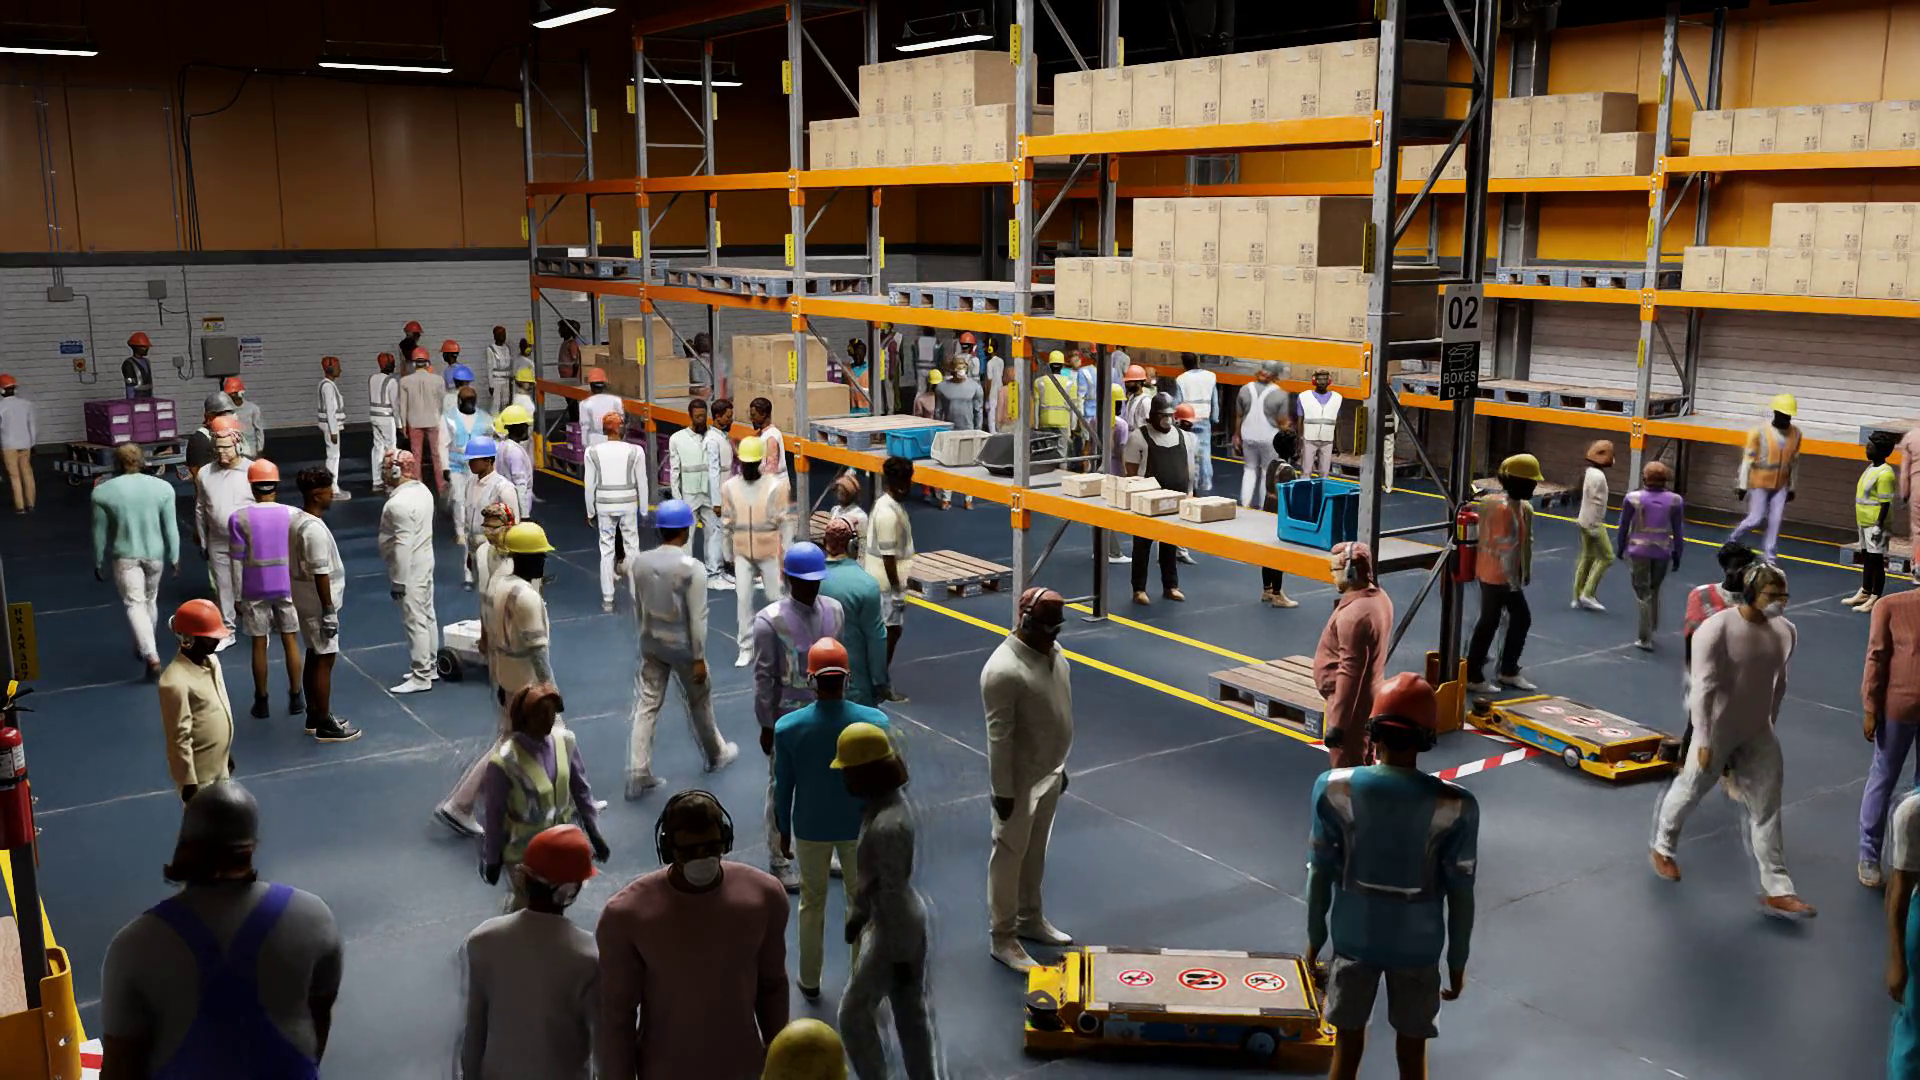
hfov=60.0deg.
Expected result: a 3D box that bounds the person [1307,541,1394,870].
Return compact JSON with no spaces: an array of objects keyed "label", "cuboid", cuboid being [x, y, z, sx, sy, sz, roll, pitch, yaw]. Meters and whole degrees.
[{"label":"person","cuboid":[2.189,0.942,9.385,0.407,1.905,0.639,6,12,26]}]

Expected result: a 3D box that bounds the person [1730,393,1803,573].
[{"label":"person","cuboid":[8.415,-0.617,17.387,0.604,1.899,0.691,-1,11,-7]}]

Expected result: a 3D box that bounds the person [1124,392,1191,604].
[{"label":"person","cuboid":[1.937,-0.404,15.920,0.681,2.000,0.538,-4,12,-21]}]

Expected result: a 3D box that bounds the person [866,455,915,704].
[{"label":"person","cuboid":[-0.557,0.284,12.707,0.438,1.926,0.779,-1,11,-3]}]

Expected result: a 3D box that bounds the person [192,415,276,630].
[{"label":"person","cuboid":[-6.455,-0.137,14.831,1.033,1.941,0.603,4,12,19]}]

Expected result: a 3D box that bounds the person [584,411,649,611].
[{"label":"person","cuboid":[-3.220,-0.269,15.631,0.585,1.881,0.337,-1,11,-6]}]

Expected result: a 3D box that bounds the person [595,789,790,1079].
[{"label":"person","cuboid":[-0.827,1.719,5.317,0.631,1.939,0.369,-6,12,-26]}]

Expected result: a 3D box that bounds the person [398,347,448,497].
[{"label":"person","cuboid":[-7.036,-1.536,21.866,0.621,1.986,0.409,-3,11,-16]}]

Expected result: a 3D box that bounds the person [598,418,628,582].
[{"label":"person","cuboid":[-3.507,-0.437,16.976,0.319,1.695,0.532,5,12,26]}]

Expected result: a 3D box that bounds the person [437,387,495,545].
[{"label":"person","cuboid":[-5.498,-0.809,18.603,0.637,1.817,0.702,-5,12,-26]}]

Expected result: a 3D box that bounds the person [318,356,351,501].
[{"label":"person","cuboid":[-8.196,-1.459,21.733,0.337,1.879,0.575,-4,12,-20]}]

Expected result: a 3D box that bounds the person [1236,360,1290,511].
[{"label":"person","cuboid":[3.728,-1.265,20.324,0.701,2.000,0.535,9,14,37]}]

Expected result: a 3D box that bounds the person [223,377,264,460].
[{"label":"person","cuboid":[-8.799,-1.119,20.321,0.564,1.748,0.339,-1,11,-4]}]

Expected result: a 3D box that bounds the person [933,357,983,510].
[{"label":"person","cuboid":[-0.021,-1.338,20.961,0.630,1.940,0.372,1,11,3]}]

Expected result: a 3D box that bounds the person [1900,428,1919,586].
[{"label":"person","cuboid":[9.705,-0.451,16.541,0.647,1.898,0.432,10,15,42]}]

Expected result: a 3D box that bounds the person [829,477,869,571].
[{"label":"person","cuboid":[-0.880,0.271,13.558,0.409,1.614,0.569,-8,14,-36]}]

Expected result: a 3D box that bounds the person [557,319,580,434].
[{"label":"person","cuboid":[-6.644,-2.775,28.247,0.361,1.963,0.617,-6,13,-28]}]

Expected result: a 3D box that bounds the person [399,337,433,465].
[{"label":"person","cuboid":[-8.057,-2.023,24.534,0.646,1.947,0.683,6,12,27]}]

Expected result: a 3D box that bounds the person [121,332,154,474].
[{"label":"person","cuboid":[-11.785,-1.975,23.997,0.419,2.034,0.604,0,11,1]}]

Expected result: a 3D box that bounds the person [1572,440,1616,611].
[{"label":"person","cuboid":[5.985,-0.131,15.589,0.431,1.617,0.517,3,11,16]}]

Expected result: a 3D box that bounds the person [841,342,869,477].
[{"label":"person","cuboid":[-1.420,-1.862,23.687,0.592,1.922,0.392,3,11,13]}]

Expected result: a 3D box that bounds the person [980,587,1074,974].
[{"label":"person","cuboid":[0.366,1.163,8.265,0.400,1.902,0.643,7,13,31]}]

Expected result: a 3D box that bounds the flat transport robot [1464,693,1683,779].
[{"label":"flat transport robot","cuboid":[4.261,1.331,11.584,0.652,0.197,1.431,-5,12,-24]}]

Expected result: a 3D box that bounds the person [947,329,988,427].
[{"label":"person","cuboid":[0.035,-2.875,28.861,1.009,1.908,0.614,-4,12,-21]}]

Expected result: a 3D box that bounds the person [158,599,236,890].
[{"label":"person","cuboid":[-3.946,1.153,8.723,0.353,1.739,0.577,-1,11,-5]}]

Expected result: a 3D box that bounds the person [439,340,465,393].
[{"label":"person","cuboid":[-7.226,-1.886,23.768,0.361,1.939,0.543,1,11,3]}]

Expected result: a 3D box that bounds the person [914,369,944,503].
[{"label":"person","cuboid":[-0.356,-1.353,21.558,0.517,1.746,0.508,-4,12,-20]}]

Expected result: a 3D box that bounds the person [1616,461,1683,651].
[{"label":"person","cuboid":[5.907,0.120,14.322,0.507,1.612,0.636,0,11,2]}]

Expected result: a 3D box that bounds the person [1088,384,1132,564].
[{"label":"person","cuboid":[1.611,-0.707,17.762,0.363,1.928,0.587,-8,14,-37]}]

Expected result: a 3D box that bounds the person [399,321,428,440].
[{"label":"person","cuboid":[-8.931,-2.582,27.217,0.411,1.985,0.613,1,11,5]}]

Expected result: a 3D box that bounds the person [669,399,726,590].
[{"label":"person","cuboid":[-2.570,-0.440,16.421,0.592,1.919,0.392,-6,13,-28]}]

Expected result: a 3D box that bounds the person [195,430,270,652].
[{"label":"person","cuboid":[-6.170,0.009,14.151,0.641,1.908,0.407,-1,11,-3]}]

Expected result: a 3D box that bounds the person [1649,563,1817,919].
[{"label":"person","cuboid":[4.180,1.041,8.969,0.664,1.884,1.042,-2,11,-12]}]

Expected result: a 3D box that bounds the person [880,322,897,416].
[{"label":"person","cuboid":[-1.385,-3.087,30.209,0.403,1.826,0.592,-8,14,-36]}]

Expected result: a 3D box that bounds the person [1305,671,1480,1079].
[{"label":"person","cuboid":[1.607,1.492,6.255,0.608,2.036,0.408,4,12,18]}]

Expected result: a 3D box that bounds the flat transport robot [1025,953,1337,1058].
[{"label":"flat transport robot","cuboid":[1.025,2.104,7.624,1.431,0.197,0.652,1,11,4]}]

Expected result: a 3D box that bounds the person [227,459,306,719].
[{"label":"person","cuboid":[-5.102,0.359,12.316,0.549,1.927,0.393,-6,13,-29]}]

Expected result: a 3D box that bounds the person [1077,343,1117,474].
[{"label":"person","cuboid":[1.888,-1.678,22.465,0.634,2.036,0.486,-5,12,-25]}]

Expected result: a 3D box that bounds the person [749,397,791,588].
[{"label":"person","cuboid":[-1.913,-0.479,16.664,0.409,1.907,0.597,-3,12,-16]}]

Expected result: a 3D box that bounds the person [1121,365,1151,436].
[{"label":"person","cuboid":[2.087,-1.114,19.821,0.372,1.935,0.551,-4,12,-17]}]

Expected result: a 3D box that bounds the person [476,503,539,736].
[{"label":"person","cuboid":[-2.983,0.648,11.067,0.561,1.836,0.394,8,14,37]}]

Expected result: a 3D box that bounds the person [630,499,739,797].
[{"label":"person","cuboid":[-1.843,0.670,10.808,0.629,1.894,0.988,6,13,28]}]

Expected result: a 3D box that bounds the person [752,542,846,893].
[{"label":"person","cuboid":[-0.861,0.958,9.186,0.615,1.945,0.404,-10,15,-42]}]
